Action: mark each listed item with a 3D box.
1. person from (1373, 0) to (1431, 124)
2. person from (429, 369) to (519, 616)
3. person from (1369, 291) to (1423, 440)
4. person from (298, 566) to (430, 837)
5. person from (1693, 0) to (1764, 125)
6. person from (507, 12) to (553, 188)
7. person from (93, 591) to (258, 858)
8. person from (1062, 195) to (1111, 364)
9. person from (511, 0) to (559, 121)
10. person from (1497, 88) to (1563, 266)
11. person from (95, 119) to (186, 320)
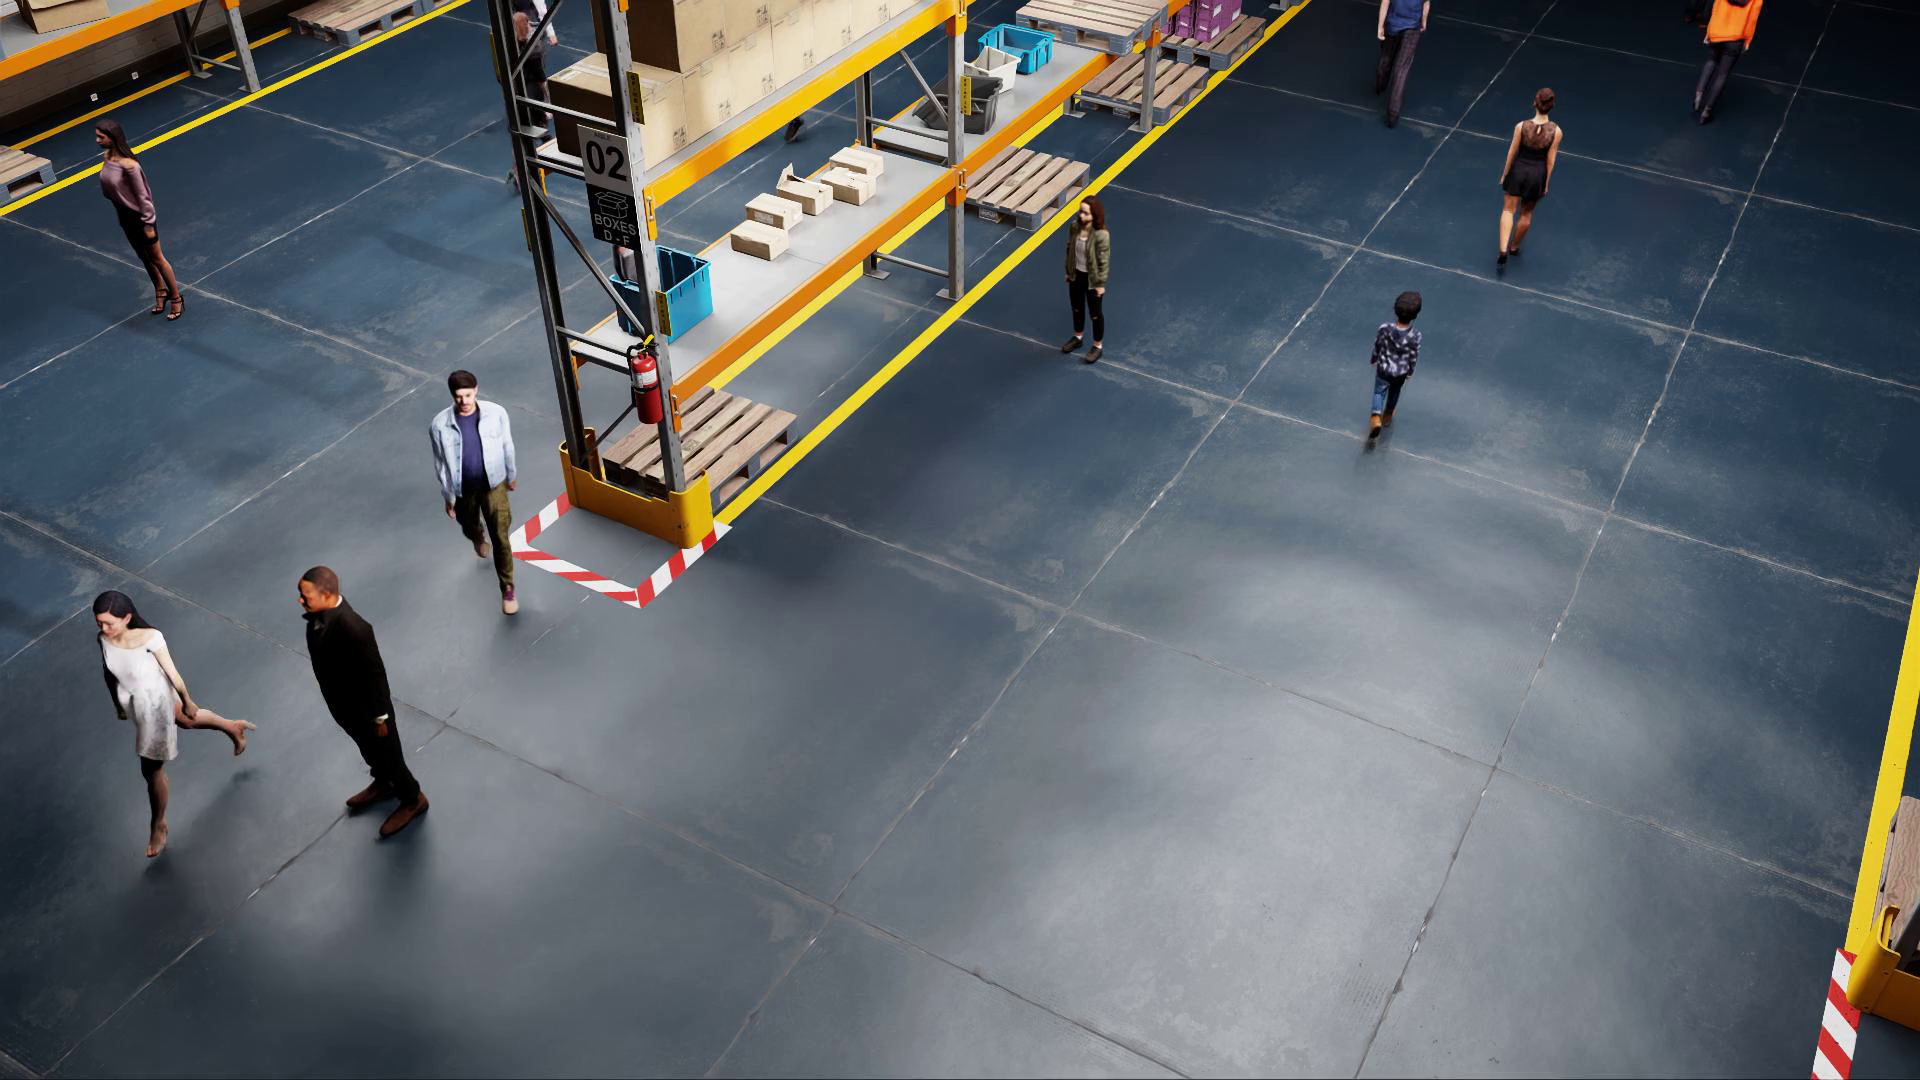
[{"bbox_3d":[4.603,-5.250,17.314,0.885,1.816,1.255,10,40,12],"label":"person"},{"bbox_3d":[-3.279,-0.402,11.266,1.162,1.786,1.189,-11,40,-14],"label":"person"},{"bbox_3d":[3.347,-1.348,12.891,0.600,1.237,0.819,12,40,14],"label":"person"},{"bbox_3d":[-3.447,0.896,9.547,0.765,1.904,0.697,32,48,33],"label":"person"},{"bbox_3d":[7.924,-5.159,17.260,0.706,1.740,0.698,-30,47,-32],"label":"person"},{"bbox_3d":[-4.228,-4.232,16.159,0.631,1.665,1.071,23,44,26],"label":"person"},{"bbox_3d":[-4.603,0.923,9.663,0.822,1.717,1.286,11,40,13],"label":"person"},{"bbox_3d":[1.055,-2.175,13.736,0.610,1.474,0.554,29,47,32],"label":"person"},{"bbox_3d":[-4.540,-5.256,17.232,0.730,1.927,0.749,-27,46,-30],"label":"person"},{"bbox_3d":[5.057,-3.217,14.885,0.673,1.669,0.930,13,40,16],"label":"person"},{"bbox_3d":[-6.986,-2.718,14.147,0.635,1.812,0.538,23,44,26],"label":"person"}]
